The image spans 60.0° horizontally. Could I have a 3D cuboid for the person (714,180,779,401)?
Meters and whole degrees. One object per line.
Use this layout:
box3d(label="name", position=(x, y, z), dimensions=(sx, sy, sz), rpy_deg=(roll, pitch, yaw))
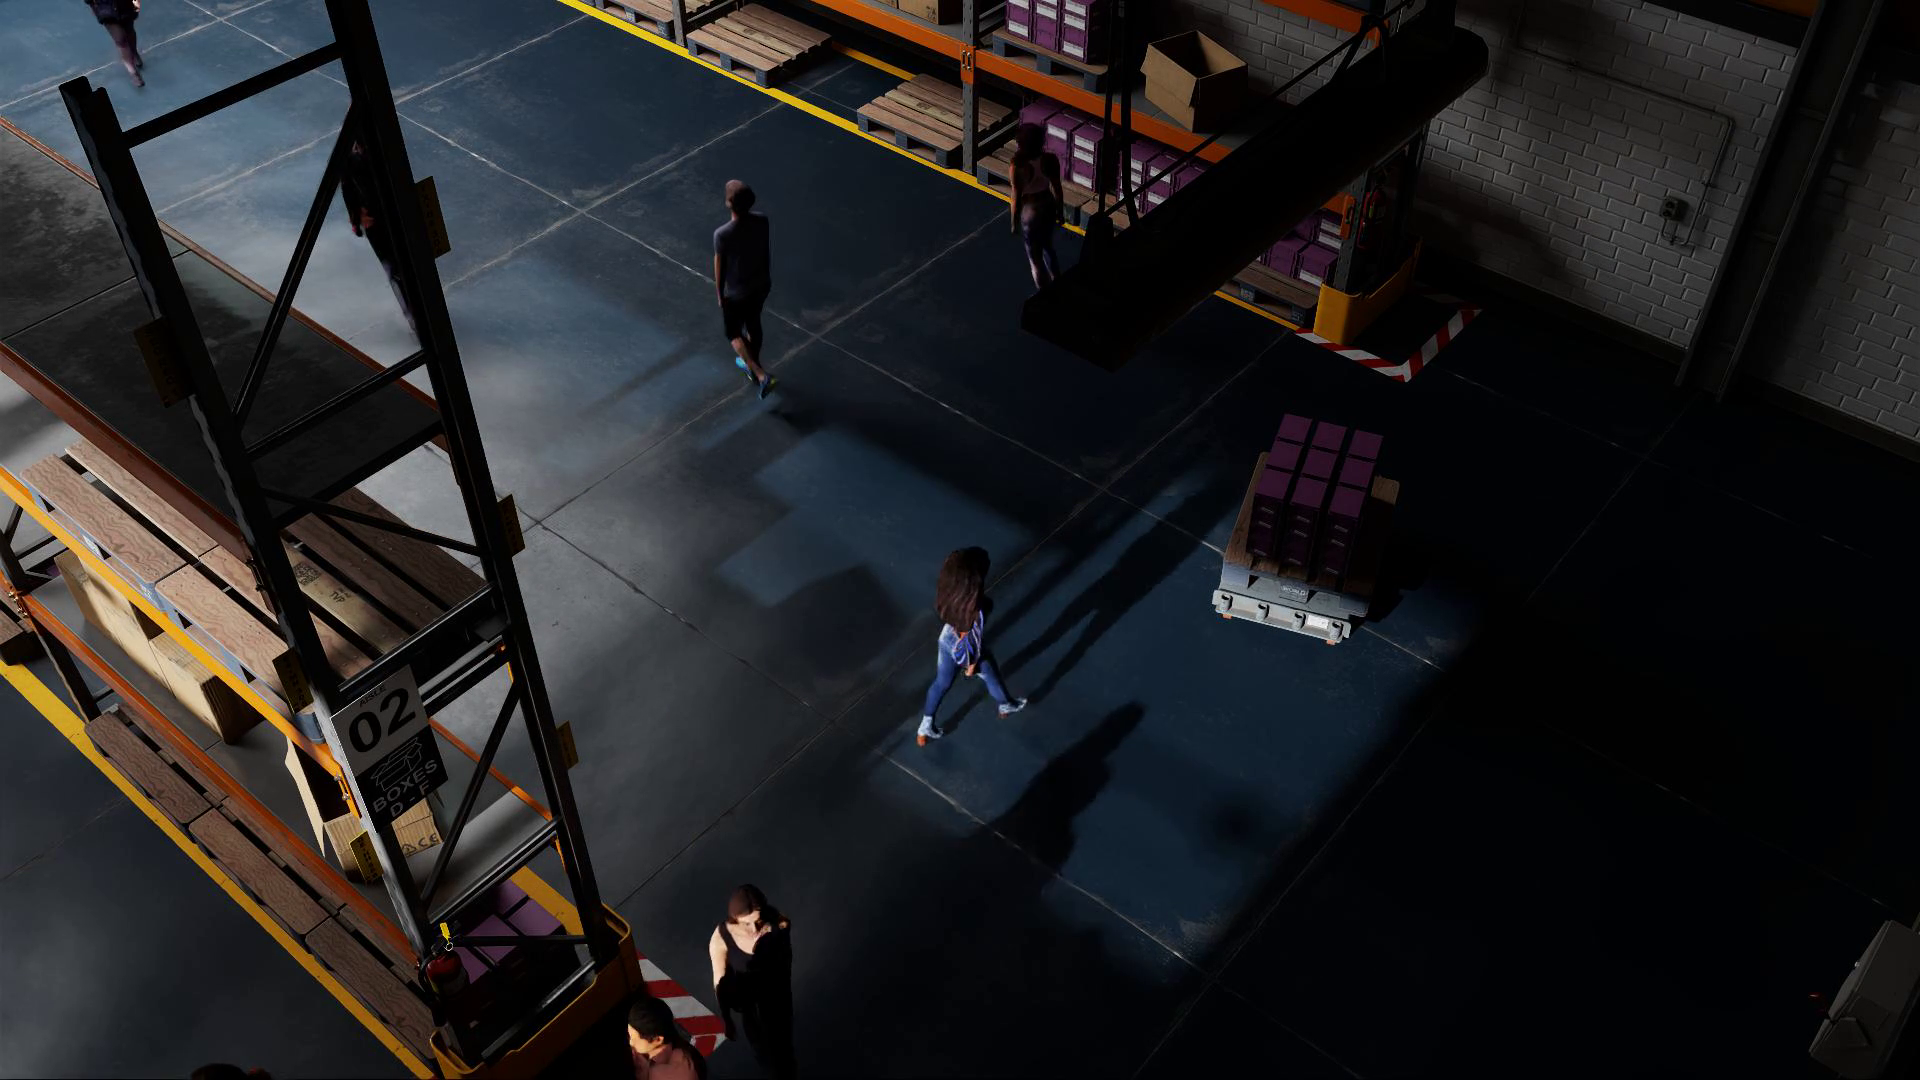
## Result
box3d(label="person", position=(-1.614, -1.903, 12.877), dimensions=(0.757, 1.868, 1.015), rpy_deg=(-30, 51, -28))

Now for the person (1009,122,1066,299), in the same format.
box3d(label="person", position=(0.672, -2.622, 13.718), dimensions=(0.737, 1.749, 0.724), rpy_deg=(-13, 45, -13))

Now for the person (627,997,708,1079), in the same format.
box3d(label="person", position=(-1.334, 2.716, 8.106), dimensions=(0.537, 1.761, 0.724), rpy_deg=(25, 49, 24))

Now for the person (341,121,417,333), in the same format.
box3d(label="person", position=(-4.765, -2.696, 13.723), dimensions=(0.924, 1.849, 1.226), rpy_deg=(-25, 49, -24))

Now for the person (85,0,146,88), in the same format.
box3d(label="person", position=(-8.557, -5.464, 16.786), dimensions=(0.856, 1.632, 1.143), rpy_deg=(-24, 49, -23))

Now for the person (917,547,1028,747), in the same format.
box3d(label="person", position=(-0.043, 0.697, 10.353), dimensions=(0.834, 1.586, 1.009), rpy_deg=(-24, 49, -23))

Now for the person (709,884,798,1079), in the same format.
box3d(label="person", position=(-1.096, 2.266, 8.664), dimensions=(1.001, 1.643, 1.191), rpy_deg=(-12, 45, -12))
